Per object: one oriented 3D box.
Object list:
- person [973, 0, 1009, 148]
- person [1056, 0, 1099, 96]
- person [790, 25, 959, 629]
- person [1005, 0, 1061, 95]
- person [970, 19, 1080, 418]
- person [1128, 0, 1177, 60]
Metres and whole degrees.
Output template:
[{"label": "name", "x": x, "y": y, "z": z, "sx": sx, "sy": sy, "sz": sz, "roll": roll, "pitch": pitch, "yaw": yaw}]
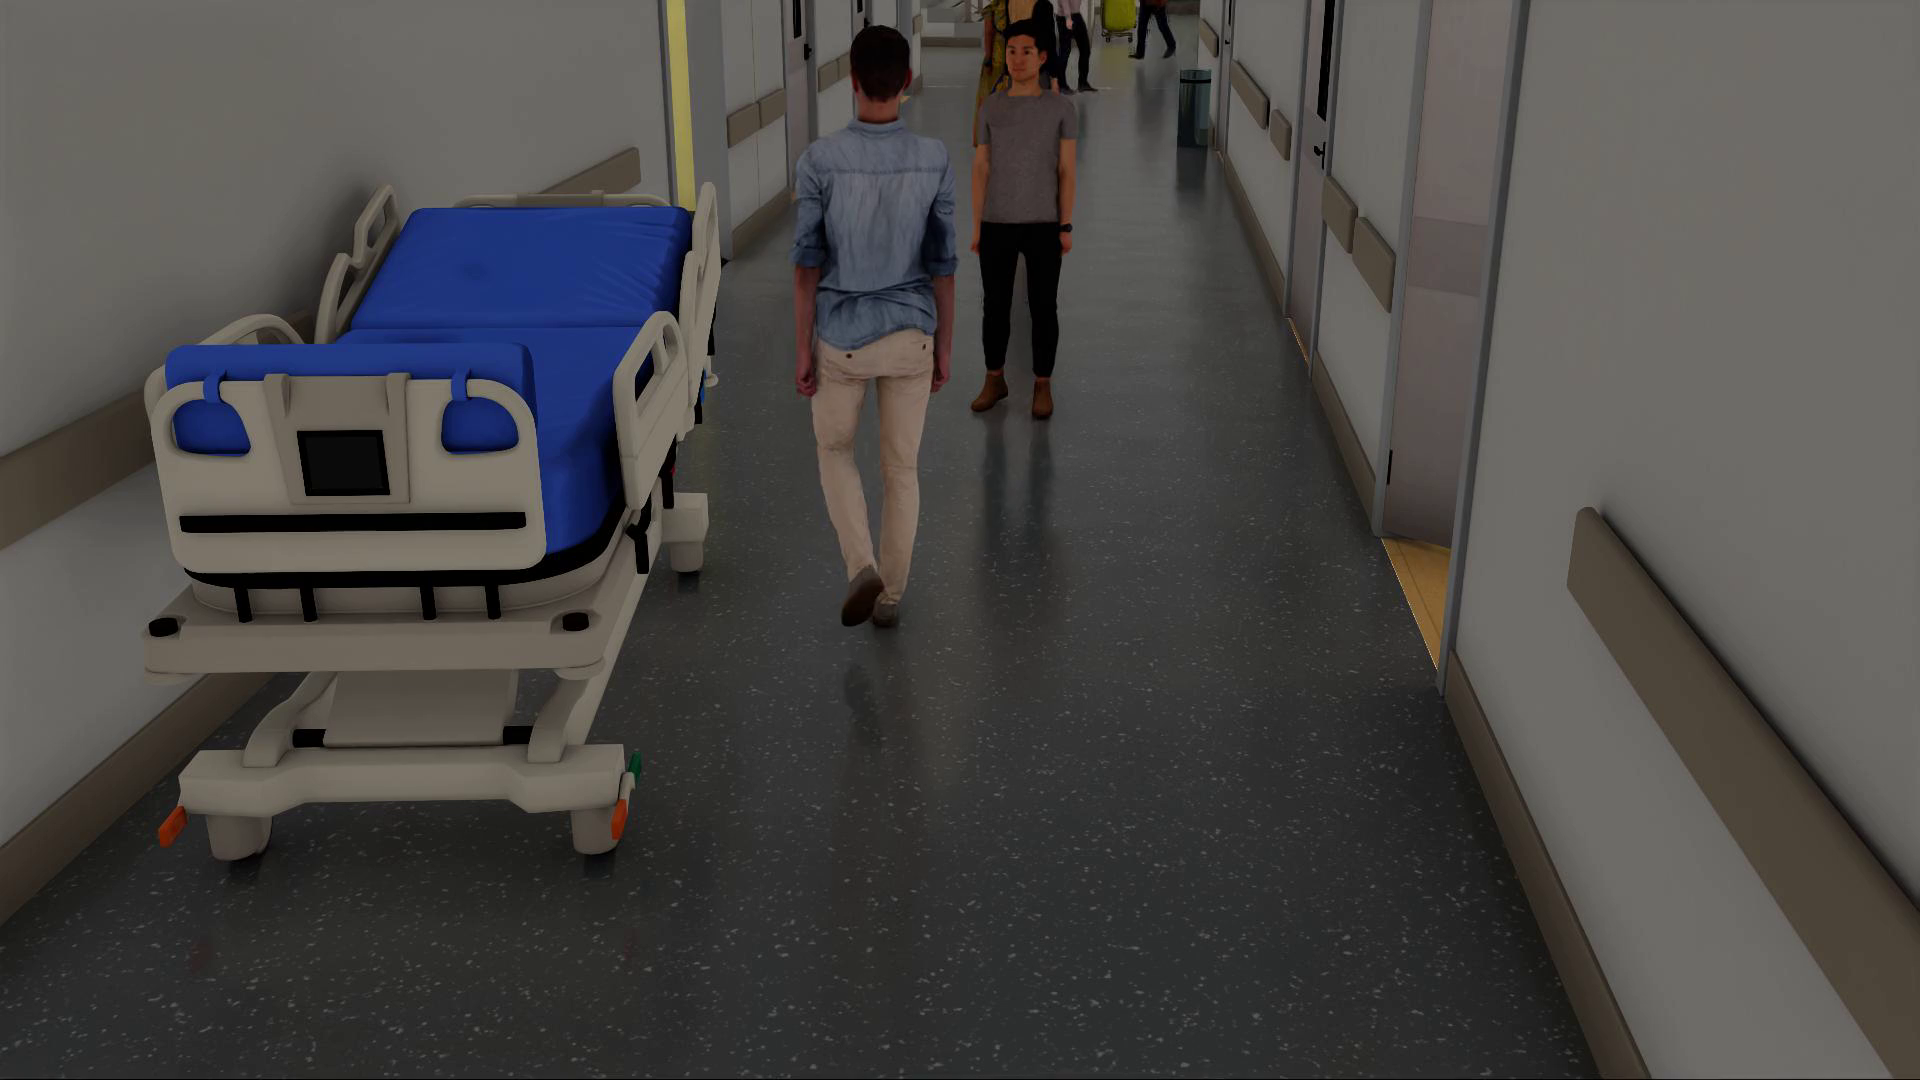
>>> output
[{"label": "person", "x": 0.446, "y": -4.347, "z": 15.190, "sx": 0.890, "sy": 1.661, "sz": 1.033, "roll": -6, "pitch": 22, "yaw": -17}, {"label": "person", "x": 1.282, "y": -6.345, "z": 20.277, "sx": 0.898, "sy": 1.795, "sz": 0.829, "roll": 17, "pitch": 26, "yaw": 37}, {"label": "person", "x": -0.248, "y": -0.564, "z": 4.947, "sx": 0.811, "sy": 1.841, "sz": 0.815, "roll": -3, "pitch": 21, "yaw": -7}, {"label": "person", "x": 0.501, "y": -3.363, "z": 12.339, "sx": 0.666, "sy": 1.841, "sz": 0.766, "roll": 16, "pitch": 26, "yaw": 36}, {"label": "person", "x": 0.283, "y": -1.421, "z": 7.379, "sx": 0.526, "sy": 1.723, "sz": 0.702, "roll": 5, "pitch": 21, "yaw": 13}, {"label": "person", "x": 2.964, "y": -8.096, "z": 24.868, "sx": 1.242, "sy": 1.777, "sz": 1.200, "roll": -18, "pitch": 27, "yaw": -39}]
